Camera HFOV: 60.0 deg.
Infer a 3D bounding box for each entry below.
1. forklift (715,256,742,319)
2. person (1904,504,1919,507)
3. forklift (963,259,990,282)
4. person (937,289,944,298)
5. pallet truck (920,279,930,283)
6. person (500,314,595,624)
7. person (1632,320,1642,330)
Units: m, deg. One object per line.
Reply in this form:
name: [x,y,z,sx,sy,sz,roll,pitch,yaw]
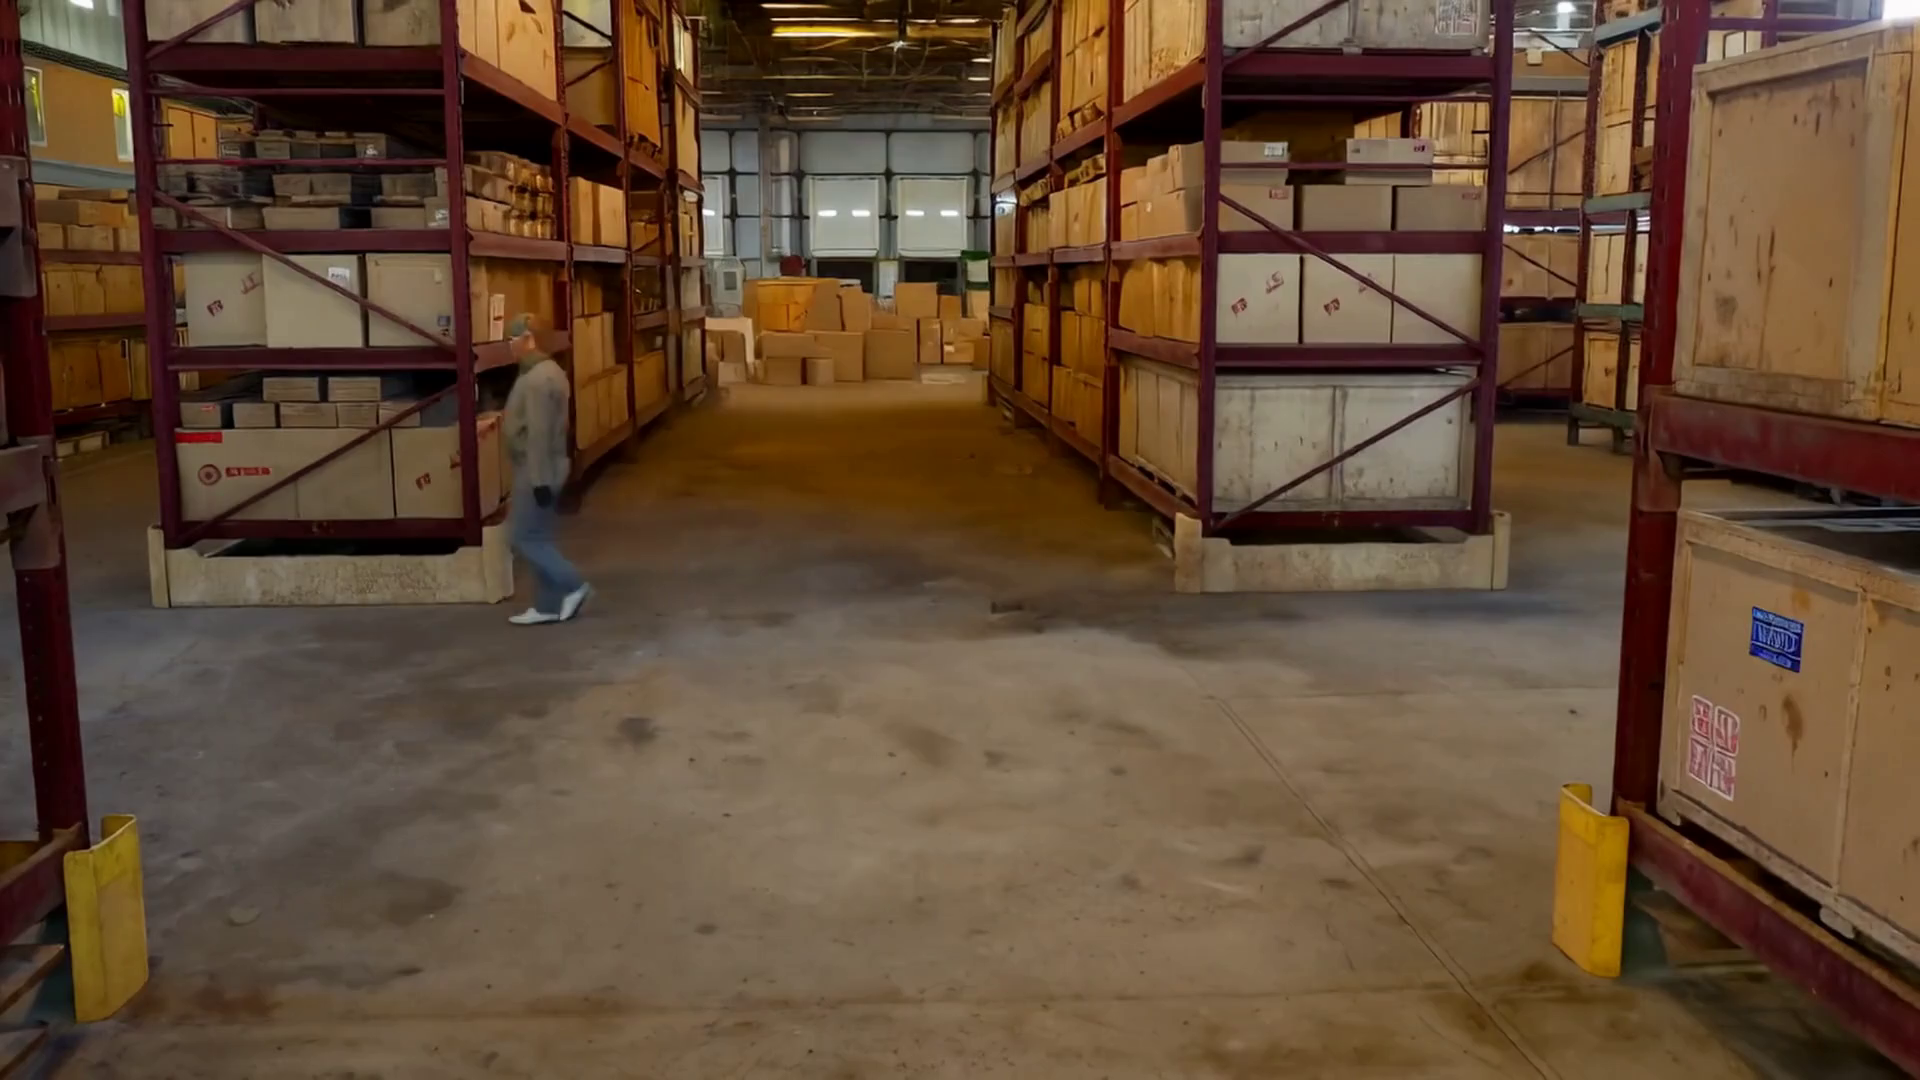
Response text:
forklift: [-8.574,-9.187,62.019,1.129,2.768,1.873,-1,9,-4]
person: [6.871,-0.608,11.910,0.540,1.681,0.583,-8,12,-42]
forklift: [0.502,-7.134,49.122,1.129,2.768,1.873,-2,9,-11]
person: [-0.608,-7.172,53.084,0.374,1.682,0.555,0,9,3]
pallet truck: [-0.932,-8.922,63.114,1.885,1.965,0.823,2,9,13]
person: [-2.520,-0.408,9.999,0.465,1.888,0.649,-1,9,-3]
person: [12.328,-3.574,29.885,0.985,1.883,0.564,3,10,20]
